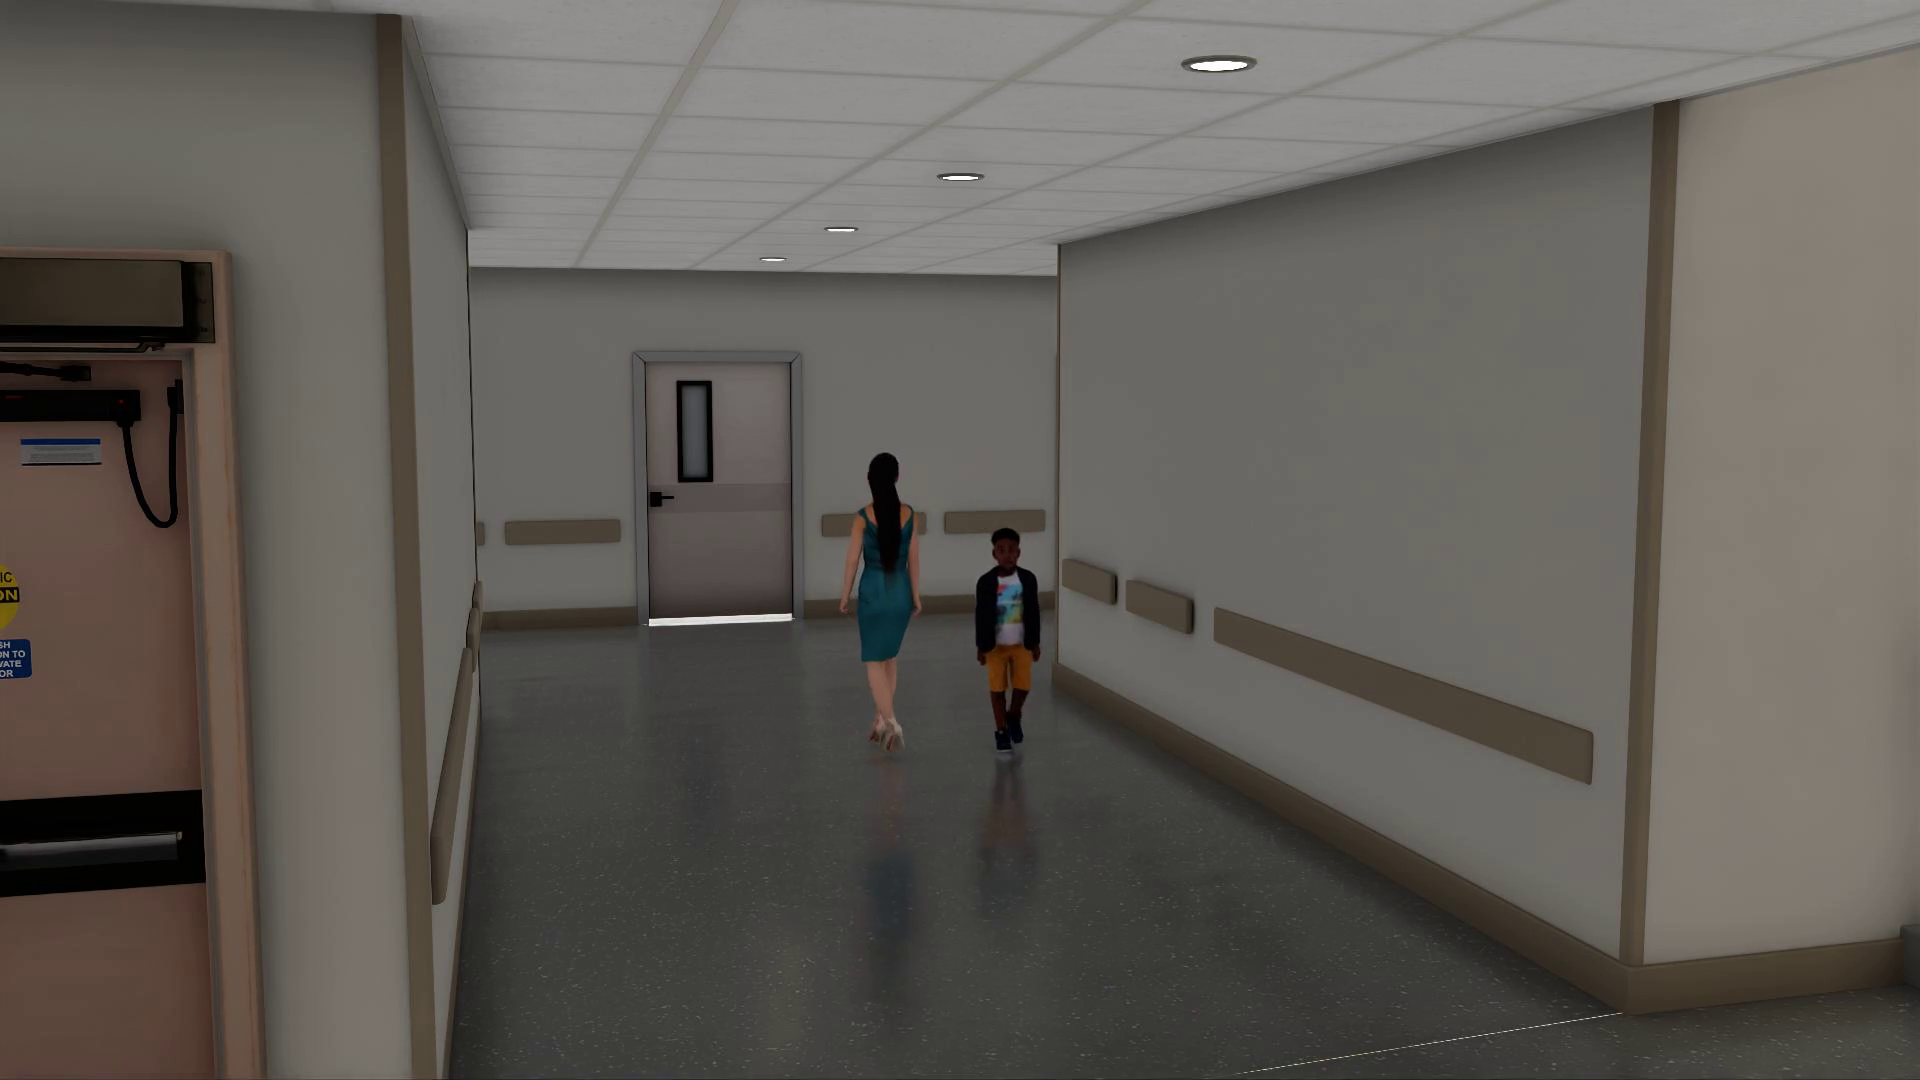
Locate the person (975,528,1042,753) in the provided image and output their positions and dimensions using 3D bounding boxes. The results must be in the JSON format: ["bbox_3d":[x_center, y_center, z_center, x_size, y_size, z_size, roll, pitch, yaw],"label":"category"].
[{"bbox_3d":[0.265,0.554,9.435,0.567,1.264,0.626,-1,6,-7],"label":"person"}]

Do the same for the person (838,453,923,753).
[{"bbox_3d":[-0.392,0.375,9.216,0.707,1.665,0.697,-3,6,-26],"label":"person"}]
